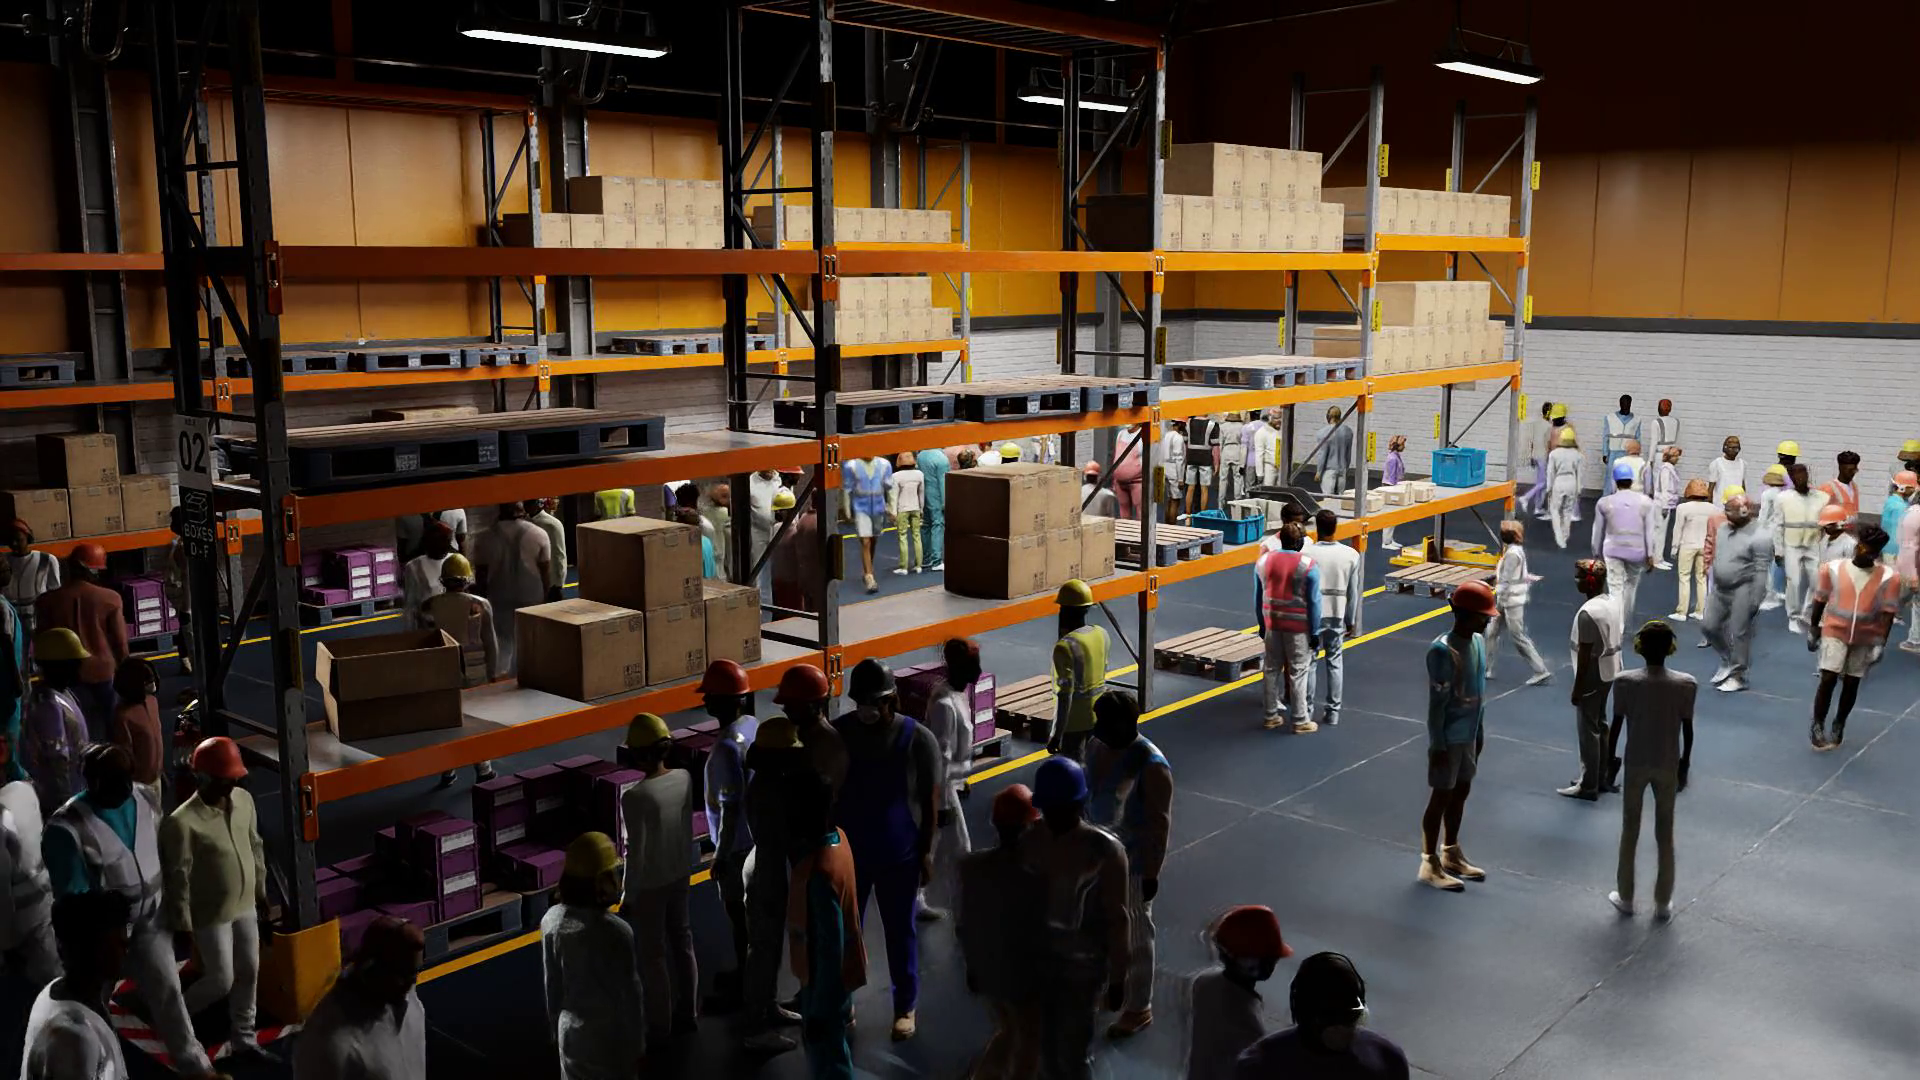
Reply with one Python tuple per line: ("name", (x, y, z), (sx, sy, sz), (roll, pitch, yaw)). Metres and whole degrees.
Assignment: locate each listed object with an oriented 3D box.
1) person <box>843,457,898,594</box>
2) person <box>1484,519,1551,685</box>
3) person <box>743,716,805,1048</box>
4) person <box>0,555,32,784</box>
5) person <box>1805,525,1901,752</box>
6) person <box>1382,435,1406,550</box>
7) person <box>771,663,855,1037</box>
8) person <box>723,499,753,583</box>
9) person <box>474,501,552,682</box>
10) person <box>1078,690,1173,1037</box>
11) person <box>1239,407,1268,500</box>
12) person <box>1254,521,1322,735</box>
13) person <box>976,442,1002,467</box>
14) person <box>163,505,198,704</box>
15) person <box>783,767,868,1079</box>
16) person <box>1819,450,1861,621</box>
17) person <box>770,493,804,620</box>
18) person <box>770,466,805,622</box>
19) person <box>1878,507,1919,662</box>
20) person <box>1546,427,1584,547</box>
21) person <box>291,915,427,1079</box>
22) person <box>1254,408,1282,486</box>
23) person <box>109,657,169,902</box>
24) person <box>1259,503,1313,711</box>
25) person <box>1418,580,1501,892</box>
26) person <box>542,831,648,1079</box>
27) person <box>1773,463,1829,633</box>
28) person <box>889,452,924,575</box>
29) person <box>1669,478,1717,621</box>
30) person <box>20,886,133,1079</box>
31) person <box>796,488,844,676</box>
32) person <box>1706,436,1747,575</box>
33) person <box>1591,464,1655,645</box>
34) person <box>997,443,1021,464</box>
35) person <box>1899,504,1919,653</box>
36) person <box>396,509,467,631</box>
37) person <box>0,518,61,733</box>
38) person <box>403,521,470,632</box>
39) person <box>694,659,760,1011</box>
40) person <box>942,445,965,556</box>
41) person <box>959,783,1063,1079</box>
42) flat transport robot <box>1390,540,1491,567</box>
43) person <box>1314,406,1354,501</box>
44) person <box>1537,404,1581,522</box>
("person", (-1.129, -0.371, 20.667), (0.628, 1.998, 1.043), (-3, 10, -17))
("person", (5.334, 0.596, 16.021), (0.770, 1.607, 0.524), (2, 10, 14))
("person", (-0.963, 1.764, 8.675), (0.323, 1.737, 0.486), (1, 10, 3))
("person", (-7.355, 1.018, 12.789), (0.512, 1.846, 0.340), (8, 12, 39))
("person", (7.354, 0.825, 13.728), (0.645, 1.915, 0.805), (5, 11, 26))
("person", (6.127, -0.672, 23.527), (0.313, 1.631, 0.523), (3, 10, 16))
("person", (-0.780, 1.619, 8.792), (0.407, 1.986, 0.616), (-6, 11, -32))
("person", (-2.324, 0.344, 17.427), (0.309, 1.641, 0.514), (2, 10, 9))
("person", (-4.113, 0.492, 15.345), (0.697, 2.000, 0.816), (-2, 10, -10))
("person", (0.831, 1.688, 8.807), (0.429, 1.839, 0.634), (-6, 11, -33))
("person", (4.600, -1.220, 25.954), (0.592, 1.915, 0.392), (-6, 11, -31))
("person", (2.846, 0.752, 14.388), (0.624, 1.844, 0.430), (8, 13, 41))
("person", (0.377, -0.526, 22.030), (0.389, 1.837, 0.563), (4, 10, 24))
("person", (-7.118, 0.585, 15.390), (0.429, 1.844, 0.627), (-2, 10, -14))
("person", (-0.583, 1.912, 7.238), (0.369, 1.915, 0.597), (-1, 10, -4))
("person", (9.890, -0.037, 18.732), (0.610, 1.963, 0.365), (-6, 11, -32))
("person", (-1.744, 0.399, 16.725), (0.325, 1.766, 0.533), (-8, 13, -41))
("person", (-1.902, 0.037, 18.426), (0.398, 1.929, 0.543), (-3, 10, -16))
("person", (9.581, 0.354, 16.694), (0.717, 1.875, 1.017), (-5, 11, -28))
("person", (8.565, -0.725, 23.556), (0.494, 1.731, 0.534), (2, 10, 13))
("person", (-2.091, 2.190, 5.873), (1.062, 1.839, 0.706), (2, 10, 14))
("person", (4.699, -1.039, 24.938), (0.653, 1.894, 0.400), (-7, 12, -35))
("person", (-5.098, 1.528, 10.374), (0.267, 1.632, 0.507), (0, 10, -1))
("person", (2.960, 0.599, 15.123), (0.598, 1.908, 0.410), (-6, 11, -32))
("person", (3.256, 1.258, 10.813), (0.411, 2.033, 0.614), (9, 13, 44))
("person", (-1.499, 2.057, 6.913), (0.489, 1.748, 0.315), (5, 11, 30))
("person", (9.244, 0.085, 18.295), (0.697, 1.879, 0.415), (0, 10, 1))
("person", (-0.689, -0.361, 21.652), (0.507, 1.631, 0.271), (-6, 11, -32))
("person", (8.308, 0.113, 18.850), (0.498, 1.627, 0.283), (-2, 10, -9))
("person", (-3.141, 2.167, 5.688), (0.701, 1.932, 0.620), (-5, 11, -25))
("person", (-1.356, 0.398, 16.353), (0.397, 1.901, 0.642), (-5, 11, -28))
("person", (9.912, -0.438, 21.527), (0.501, 1.839, 0.347), (-1, 10, -7))
("person", (7.128, 0.132, 17.921), (0.619, 1.891, 0.977), (2, 10, 13))
("person", (0.608, -0.194, 19.775), (0.370, 1.929, 0.585), (6, 11, 32))
("person", (10.101, 0.244, 17.292), (0.574, 1.886, 0.356), (1, 10, 4))
("person", (-5.339, 0.244, 16.830), (0.681, 2.000, 0.535), (-4, 10, -21))
("person", (-8.049, 0.742, 14.353), (0.579, 1.879, 0.370), (-2, 10, -11))
("person", (-4.580, 0.735, 14.516), (0.948, 1.846, 0.591), (9, 13, 43))
("person", (-1.248, 1.596, 9.060), (0.364, 1.939, 0.542), (1, 10, 7))
("person", (-0.148, -0.656, 22.667), (0.425, 1.882, 0.695), (3, 10, 18))
("person", (0.234, 1.959, 7.496), (0.423, 1.733, 0.597), (-7, 12, -37))
("flat transport robot", (6.492, 0.188, 22.434), (1.431, 0.197, 0.652), (-8, 12, -40))
("person", (5.548, -1.030, 24.739), (0.627, 1.940, 0.371), (-5, 11, -27))
("person", (9.372, -1.186, 25.880), (0.813, 1.859, 0.602), (-1, 10, -6))
